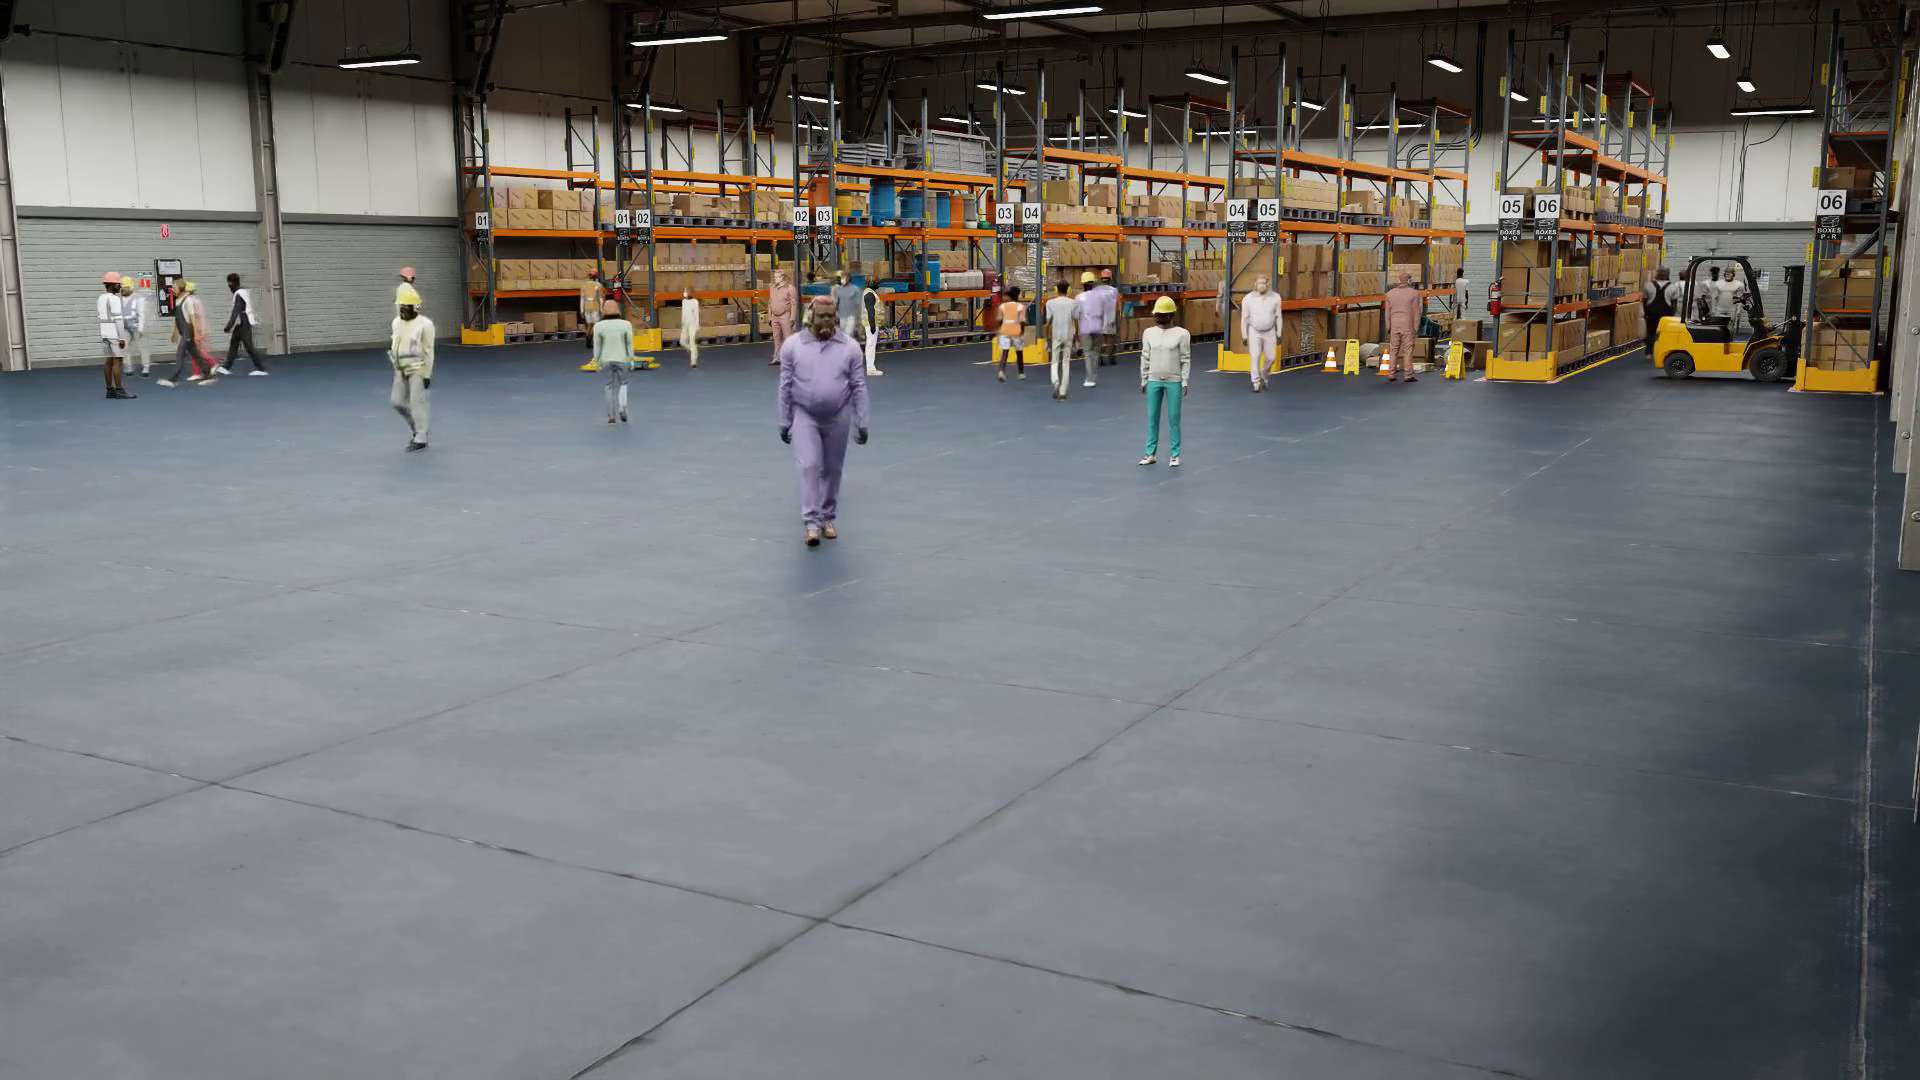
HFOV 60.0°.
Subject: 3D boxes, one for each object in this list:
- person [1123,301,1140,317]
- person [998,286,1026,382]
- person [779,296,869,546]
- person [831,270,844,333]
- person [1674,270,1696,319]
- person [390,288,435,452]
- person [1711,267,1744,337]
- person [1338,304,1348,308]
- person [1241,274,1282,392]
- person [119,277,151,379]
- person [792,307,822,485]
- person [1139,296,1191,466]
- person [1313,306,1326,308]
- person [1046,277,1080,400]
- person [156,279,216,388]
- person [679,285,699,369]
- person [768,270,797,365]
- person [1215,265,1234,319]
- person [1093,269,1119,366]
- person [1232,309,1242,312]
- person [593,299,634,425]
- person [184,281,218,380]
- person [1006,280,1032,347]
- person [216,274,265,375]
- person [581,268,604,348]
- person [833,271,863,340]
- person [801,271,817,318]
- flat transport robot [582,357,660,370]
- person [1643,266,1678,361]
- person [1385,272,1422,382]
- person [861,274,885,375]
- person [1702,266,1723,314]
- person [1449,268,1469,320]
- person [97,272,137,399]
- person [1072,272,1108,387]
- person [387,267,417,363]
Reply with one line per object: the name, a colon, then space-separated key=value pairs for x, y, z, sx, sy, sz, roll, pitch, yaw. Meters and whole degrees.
person: x=4.721 y=-6.620 z=46.218 sx=0.597 sy=1.820 sz=0.762 roll=8 pitch=12 yaw=39
person: x=0.900 y=-3.589 z=28.974 sx=0.533 sy=1.658 sz=0.841 roll=4 pitch=10 yaw=21
person: x=-1.011 y=-0.889 z=12.541 sx=0.665 sy=1.862 sz=0.940 roll=-2 pitch=10 yaw=-12
person: x=-2.644 y=-4.811 z=35.485 sx=0.792 sy=1.887 sz=0.587 roll=-4 pitch=11 yaw=-24
person: x=18.593 y=-6.010 z=42.705 sx=0.599 sy=1.819 sz=1.010 roll=2 pitch=10 yaw=9
person: x=-6.097 y=-1.885 z=18.498 sx=0.603 sy=1.820 sz=0.416 roll=5 pitch=11 yaw=29
person: x=16.878 y=-5.034 z=36.625 sx=0.627 sy=1.935 sz=0.371 roll=5 pitch=11 yaw=29
person: x=10.377 y=-6.370 z=45.282 sx=0.896 sy=1.647 sz=0.560 roll=-4 pitch=10 yaw=-21
person: x=4.819 y=-3.297 z=26.578 sx=0.675 sy=1.890 sz=0.441 roll=0 pitch=10 yaw=2
person: x=-14.656 y=-3.736 z=29.399 sx=0.623 sy=1.794 sz=0.683 roll=3 pitch=10 yaw=16
person: x=-1.313 y=-1.312 z=15.423 sx=0.498 sy=1.725 sz=0.595 roll=4 pitch=10 yaw=22
person: x=2.125 y=-1.639 z=17.258 sx=0.526 sy=1.762 sz=0.336 roll=4 pitch=11 yaw=24
person: x=9.535 y=-6.291 z=43.885 sx=0.656 sy=1.969 sz=0.646 roll=-3 pitch=10 yaw=-18
person: x=1.560 y=-3.025 z=25.092 sx=0.520 sy=1.856 sz=0.429 roll=1 pitch=10 yaw=4
person: x=-12.909 y=-3.434 z=27.686 sx=0.985 sy=1.792 sz=0.528 roll=-9 pitch=13 yaw=-42
person: x=-5.235 y=-4.116 z=32.141 sx=0.340 sy=1.616 sz=0.533 roll=-9 pitch=13 yaw=-43
person: x=-3.557 y=-4.409 z=33.054 sx=0.651 sy=1.903 sz=0.403 roll=6 pitch=11 yaw=31
person: x=6.140 y=-5.263 z=37.842 sx=0.631 sy=1.983 sz=1.065 roll=6 pitch=11 yaw=32
person: x=2.916 y=-4.423 z=33.134 sx=0.551 sy=1.903 sz=0.853 roll=4 pitch=10 yaw=22
person: x=6.007 y=-4.899 z=35.710 sx=0.646 sy=1.969 sz=0.807 roll=4 pitch=11 yaw=23
person: x=-4.488 y=-2.303 z=21.547 sx=0.519 sy=1.617 sz=0.350 roll=-2 pitch=10 yaw=-11
person: x=-13.392 y=-3.665 z=29.152 sx=0.565 sy=1.741 sz=0.517 roll=6 pitch=12 yaw=33
person: x=1.335 y=-5.256 z=37.603 sx=0.605 sy=2.045 sz=0.379 roll=2 pitch=10 yaw=13
person: x=-13.120 y=-3.898 z=30.207 sx=0.898 sy=1.855 sz=0.618 roll=-6 pitch=11 yaw=-31
person: x=-8.679 y=-5.439 z=39.133 sx=0.558 sy=1.891 sz=0.655 roll=2 pitch=10 yaw=13
person: x=-2.250 y=-4.418 z=33.186 sx=0.655 sy=1.887 sz=1.038 roll=6 pitch=11 yaw=31
person: x=-3.472 y=-5.264 z=38.226 sx=0.513 sy=1.849 sz=0.783 roll=4 pitch=11 yaw=23
flat transport robot: x=-6.479 y=-3.381 z=31.806 sx=0.652 sy=0.197 sz=1.431 roll=7 pitch=12 yaw=34
person: x=14.536 y=-4.736 z=34.566 sx=0.687 sy=2.000 sz=1.054 roll=5 pitch=11 yaw=27
person: x=7.687 y=-3.681 z=28.863 sx=0.676 sy=1.916 sz=0.457 roll=8 pitch=13 yaw=41
person: x=-1.589 y=-3.935 z=30.464 sx=0.429 sy=1.844 sz=0.625 roll=0 pitch=10 yaw=-3
person: x=19.192 y=-6.001 z=42.319 sx=0.679 sy=1.931 sz=0.765 roll=2 pitch=10 yaw=11
person: x=13.358 y=-6.345 z=44.527 sx=0.510 sy=1.860 sz=0.333 roll=2 pitch=10 yaw=12
person: x=-12.913 y=-3.118 z=25.404 sx=0.547 sy=1.934 sz=0.376 roll=7 pitch=12 yaw=36
person: x=2.133 y=-3.525 z=27.871 sx=0.630 sy=1.902 sz=0.725 roll=-5 pitch=11 yaw=-26
person: x=-10.883 y=-4.355 z=32.564 sx=0.742 sy=1.975 sz=0.625 roll=-8 pitch=13 yaw=-40
